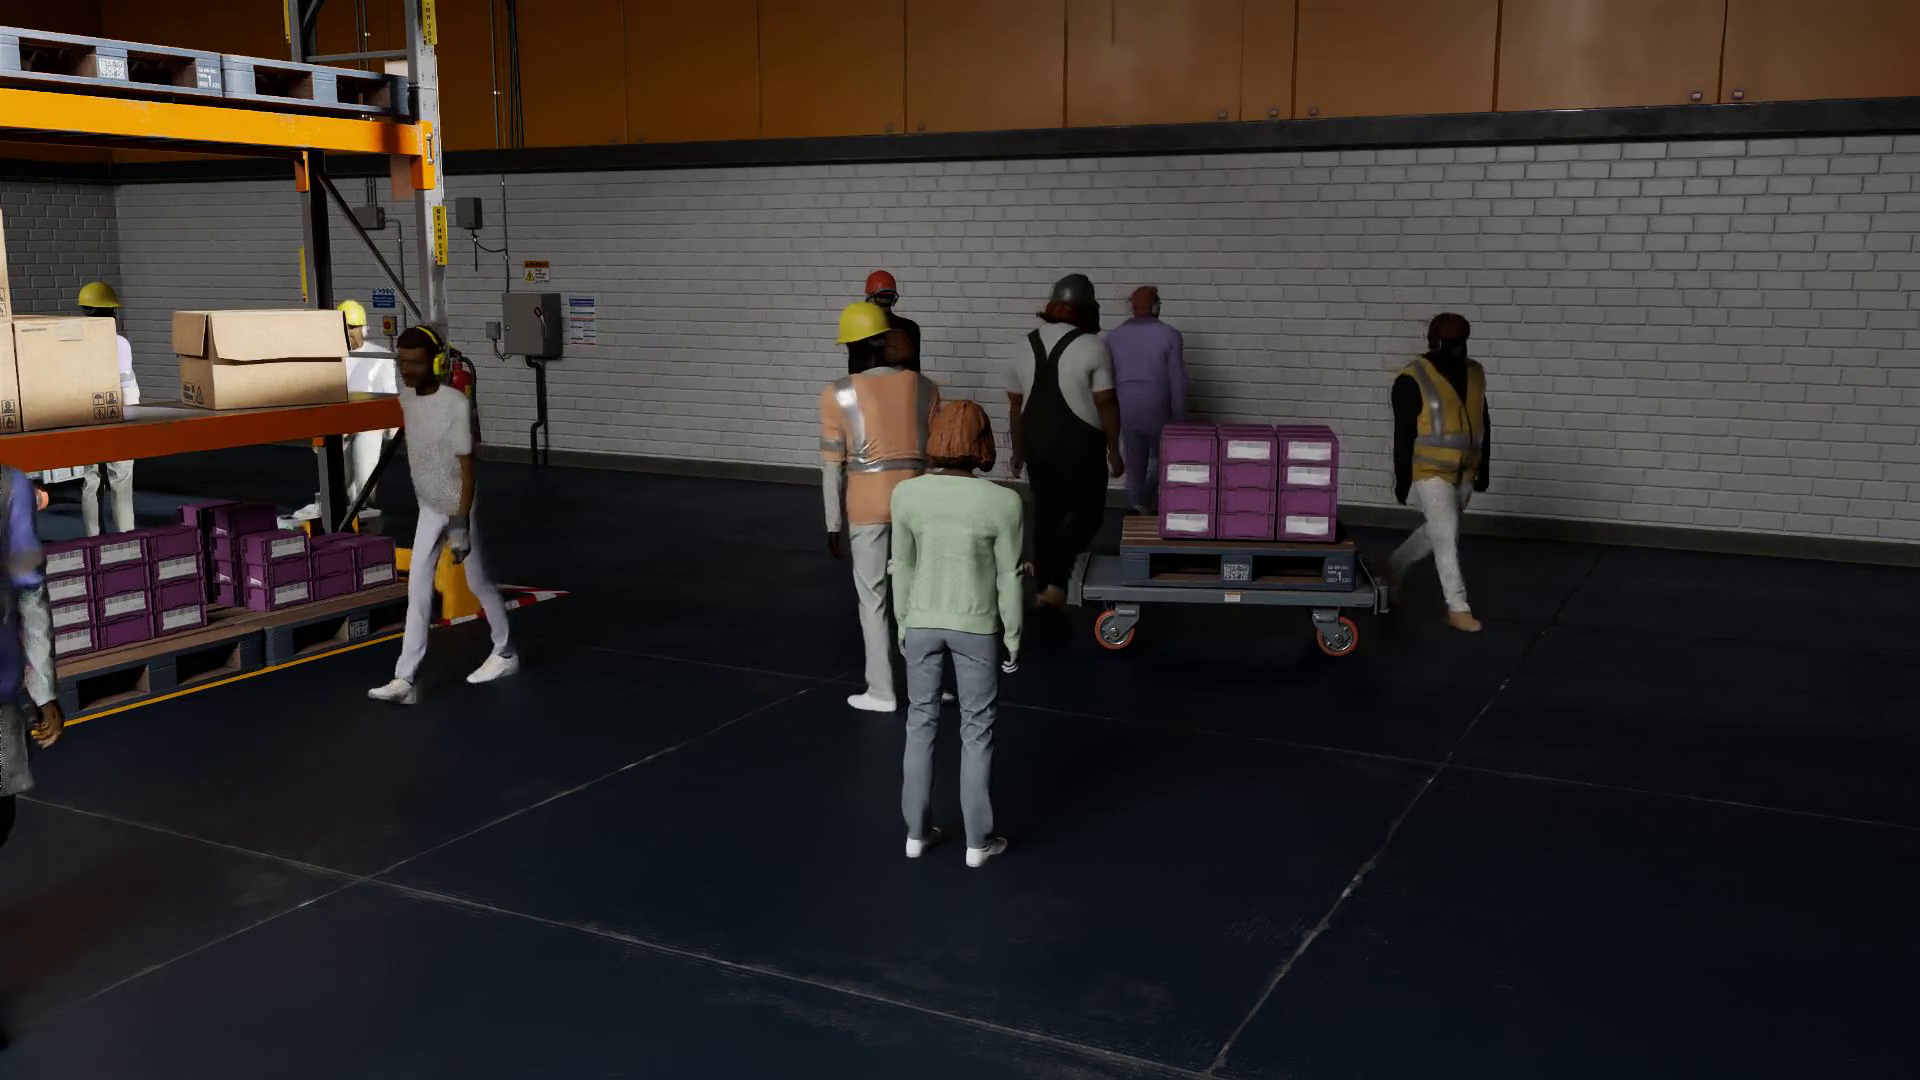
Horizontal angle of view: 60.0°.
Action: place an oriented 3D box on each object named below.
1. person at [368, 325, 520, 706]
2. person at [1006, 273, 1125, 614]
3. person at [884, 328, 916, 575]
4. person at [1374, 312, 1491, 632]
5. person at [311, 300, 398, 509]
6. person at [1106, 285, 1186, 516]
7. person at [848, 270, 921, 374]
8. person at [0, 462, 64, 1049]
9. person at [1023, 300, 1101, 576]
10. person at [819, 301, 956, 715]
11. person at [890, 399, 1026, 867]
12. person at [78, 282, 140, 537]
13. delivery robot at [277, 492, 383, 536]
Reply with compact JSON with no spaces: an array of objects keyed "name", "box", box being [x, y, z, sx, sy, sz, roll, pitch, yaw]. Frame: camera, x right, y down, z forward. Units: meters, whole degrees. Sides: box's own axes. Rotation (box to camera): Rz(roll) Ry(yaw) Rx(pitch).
[{"name":"person","box":[-2.450,-0.119,7.902,0.519,1.788,1.033,5,11,27]},{"name":"person","box":[0.609,-0.569,9.767,0.742,2.000,0.607,7,12,35]},{"name":"person","box":[-0.427,-0.586,11.044,0.280,1.634,0.498,1,10,6]},{"name":"person","box":[2.715,-0.416,9.602,0.661,1.805,0.840,-5,11,-26]},{"name":"person","box":[-4.352,-0.830,11.984,0.594,1.804,0.878,-1,10,-7]},{"name":"person","box":[1.366,-0.935,12.308,0.676,1.891,0.474,7,12,34]},{"name":"person","box":[-0.574,-1.007,12.436,0.608,1.995,0.376,-6,11,-30]},{"name":"person","box":[-2.849,0.386,4.633,0.540,1.908,0.875,-9,14,-43]},{"name":"person","box":[0.661,-0.569,10.251,0.436,1.871,0.683,-2,10,-11]},{"name":"person","box":[-0.343,-0.141,7.684,0.635,1.904,0.501,-5,11,-25]},{"name":"person","box":[-0.010,0.324,5.805,0.494,1.624,0.286,3,10,19]},{"name":"person","box":[-5.858,-0.797,11.416,0.585,1.928,0.368,3,10,16]},{"name":"delivery robot","box":[-4.166,-0.071,10.913,0.477,0.478,0.707,8,13,40]}]
